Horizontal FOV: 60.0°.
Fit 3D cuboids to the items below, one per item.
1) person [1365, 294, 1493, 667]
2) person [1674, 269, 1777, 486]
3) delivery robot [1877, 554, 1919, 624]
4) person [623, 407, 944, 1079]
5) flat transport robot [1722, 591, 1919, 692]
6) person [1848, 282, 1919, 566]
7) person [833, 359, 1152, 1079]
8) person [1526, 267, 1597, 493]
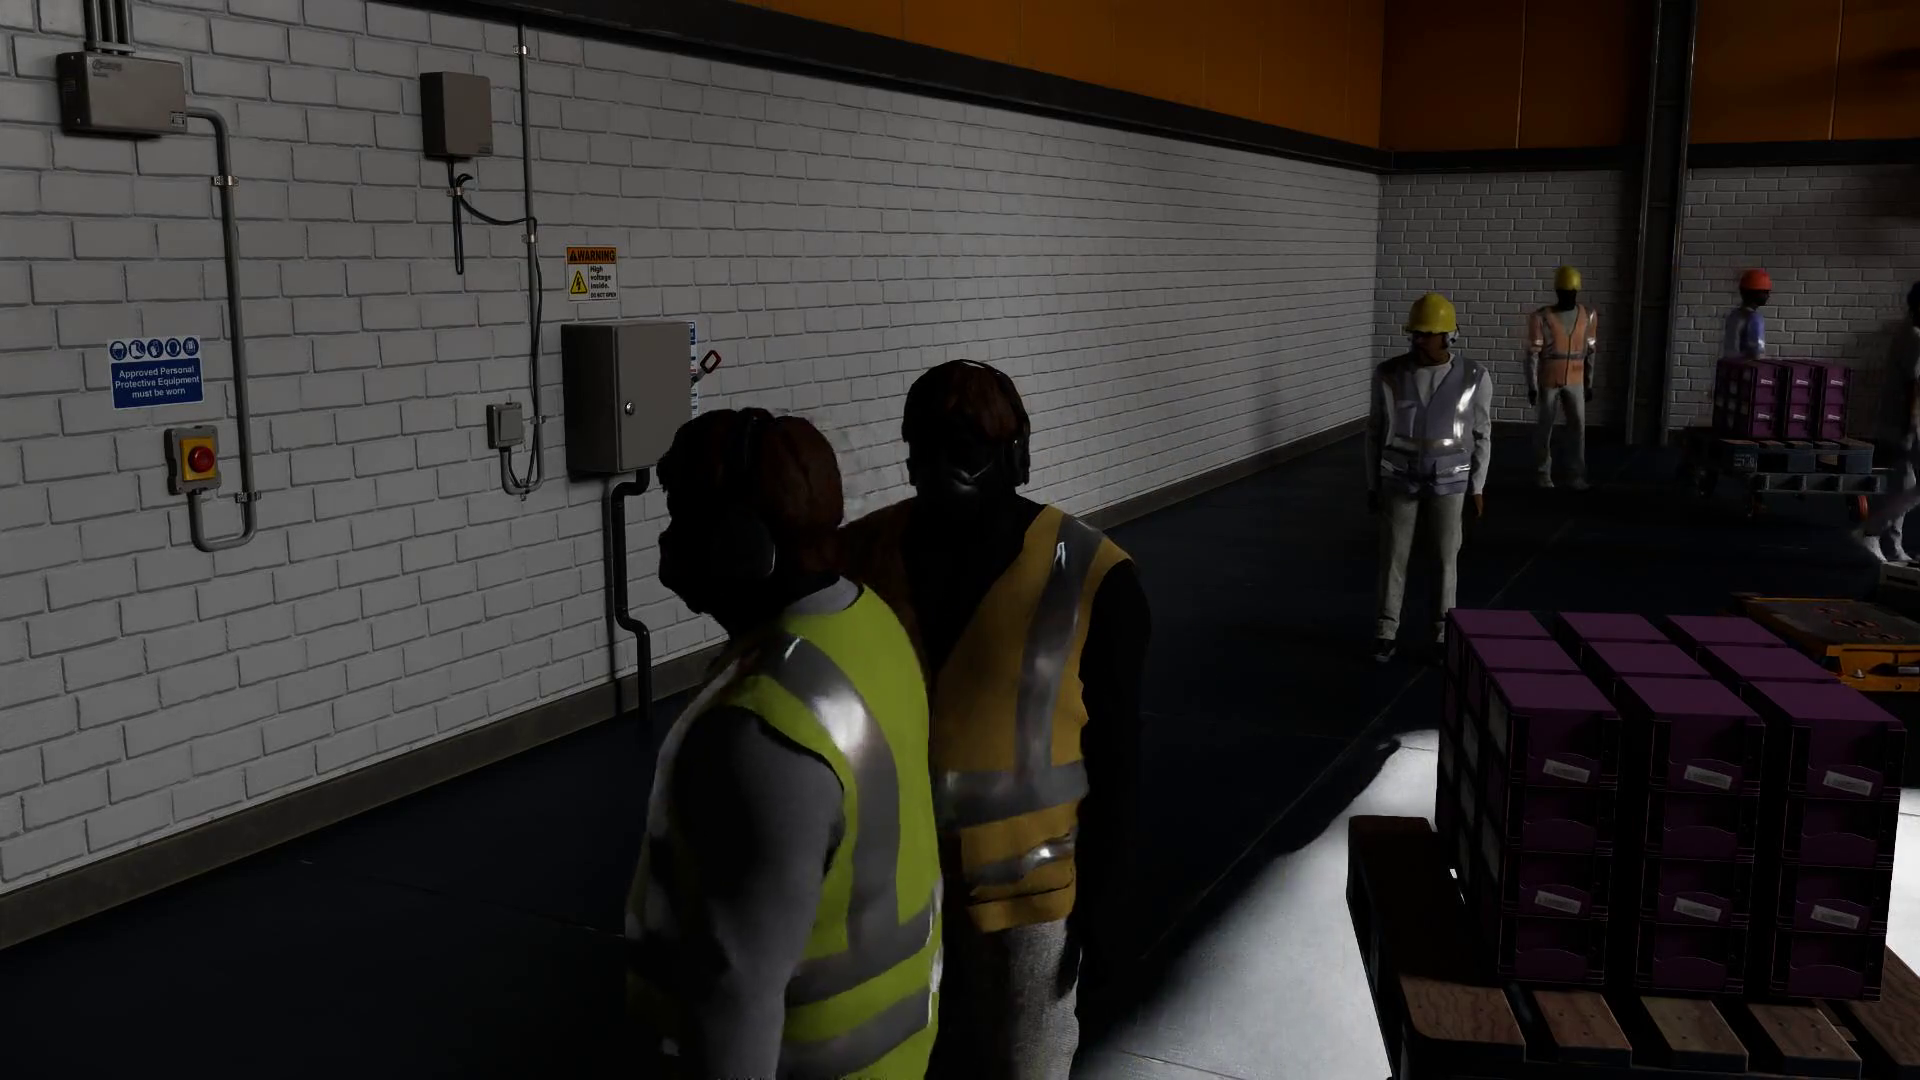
[{"bbox_3d":[2.281,-0.285,8.150,0.591,1.824,0.404,4,10,20],"label":"person"},{"bbox_3d":[6.707,-1.384,14.332,0.985,1.900,0.558,2,10,10],"label":"person"},{"bbox_3d":[5.152,0.215,8.654,0.707,0.478,0.477,-4,11,-22],"label":"delivery robot"},{"bbox_3d":[-0.267,0.728,2.305,0.477,1.835,0.654,1,10,6],"label":"person"},{"bbox_3d":[4.350,0.485,8.183,0.652,0.197,1.431,1,10,5],"label":"flat transport robot"},{"bbox_3d":[6.020,-0.718,10.583,0.426,1.857,0.522,3,10,15],"label":"person"},{"bbox_3d":[0.005,0.606,2.948,0.624,1.844,0.429,3,10,18],"label":"person"},{"bbox_3d":[5.090,-1.332,13.993,0.623,1.886,0.895,0,10,-1],"label":"person"}]
